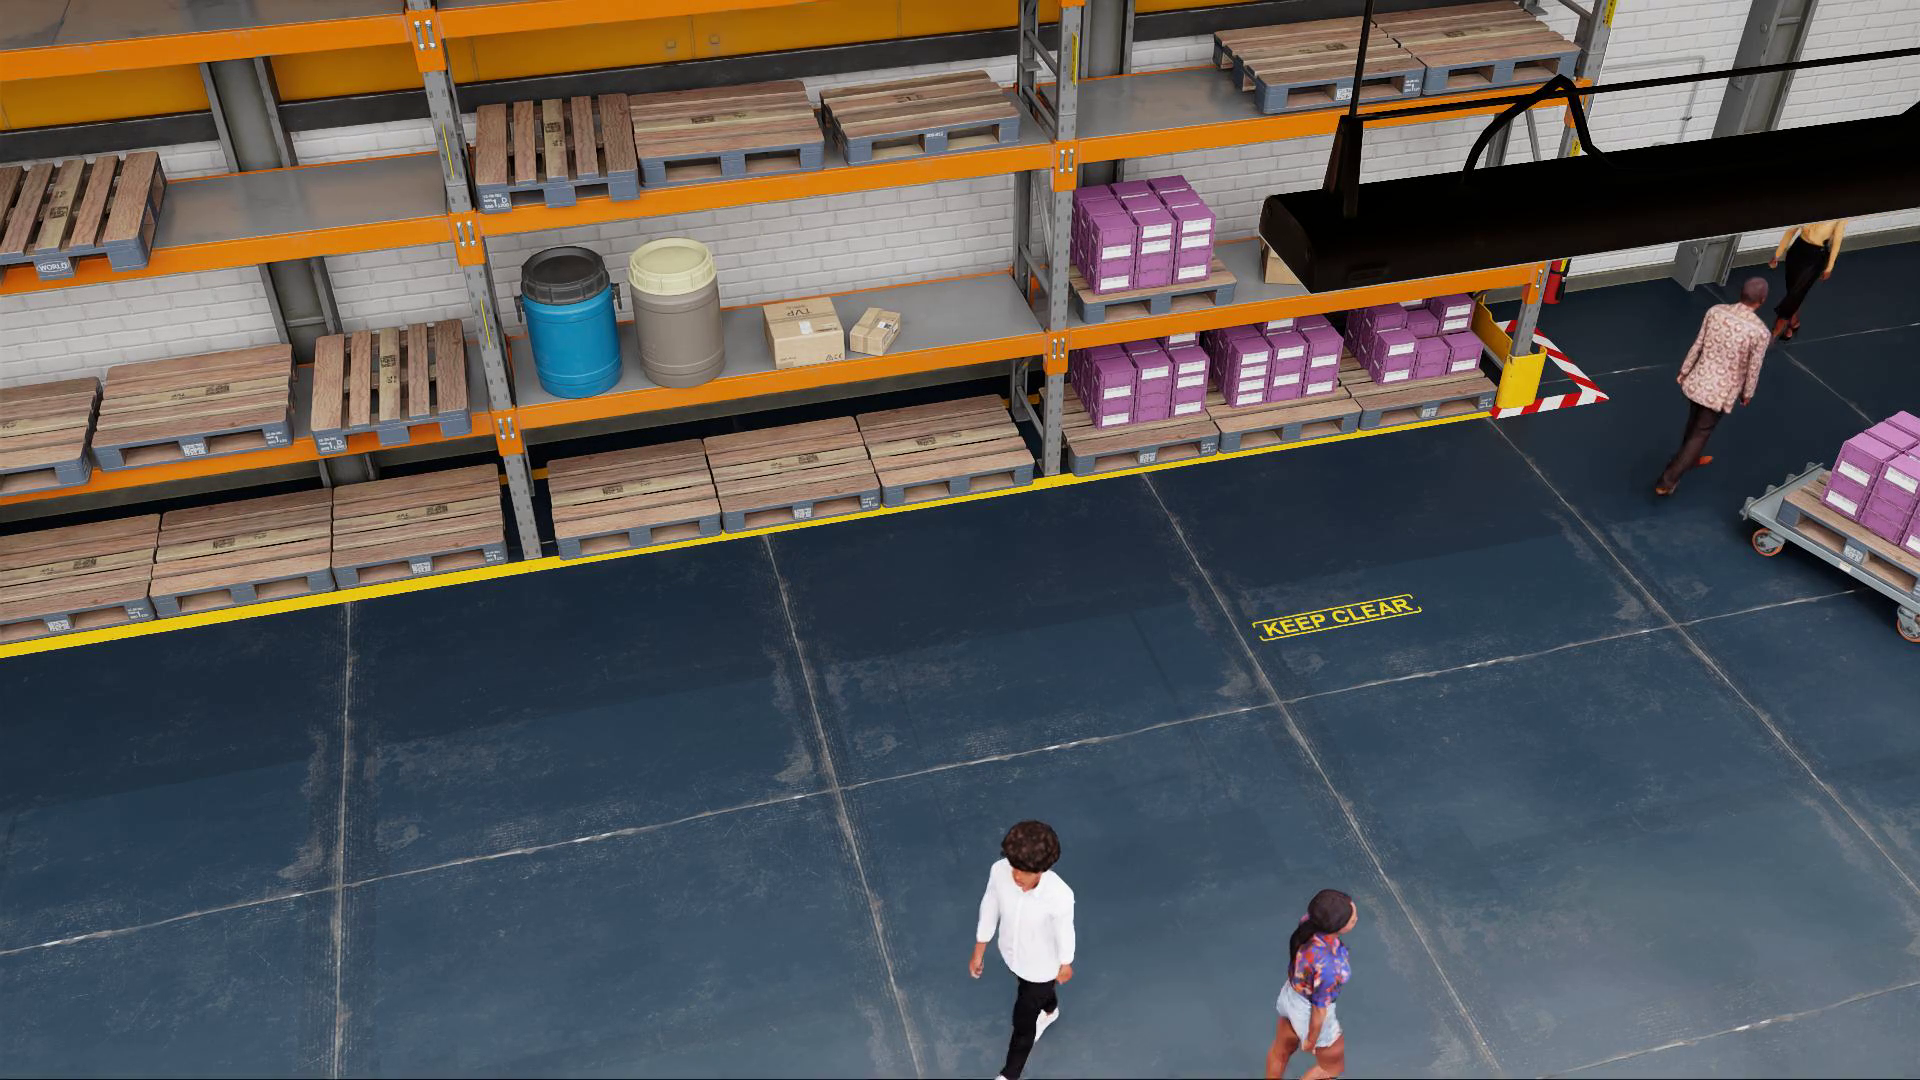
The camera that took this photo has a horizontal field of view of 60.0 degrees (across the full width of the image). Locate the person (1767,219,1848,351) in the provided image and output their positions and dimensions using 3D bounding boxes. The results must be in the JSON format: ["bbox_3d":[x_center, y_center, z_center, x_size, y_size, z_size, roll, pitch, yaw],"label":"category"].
[{"bbox_3d":[7.185,-2.348,14.044,1.012,1.625,0.771,-22,43,-25],"label":"person"}]

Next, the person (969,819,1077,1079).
[{"bbox_3d":[0.403,2.023,8.454,0.980,1.771,1.128,30,47,32],"label":"person"}]

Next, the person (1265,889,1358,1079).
[{"bbox_3d":[1.612,2.300,8.136,0.618,1.735,0.628,-5,39,-6],"label":"person"}]

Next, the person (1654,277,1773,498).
[{"bbox_3d":[5.552,-1.102,12.355,1.139,1.787,0.881,-22,44,-25],"label":"person"}]
